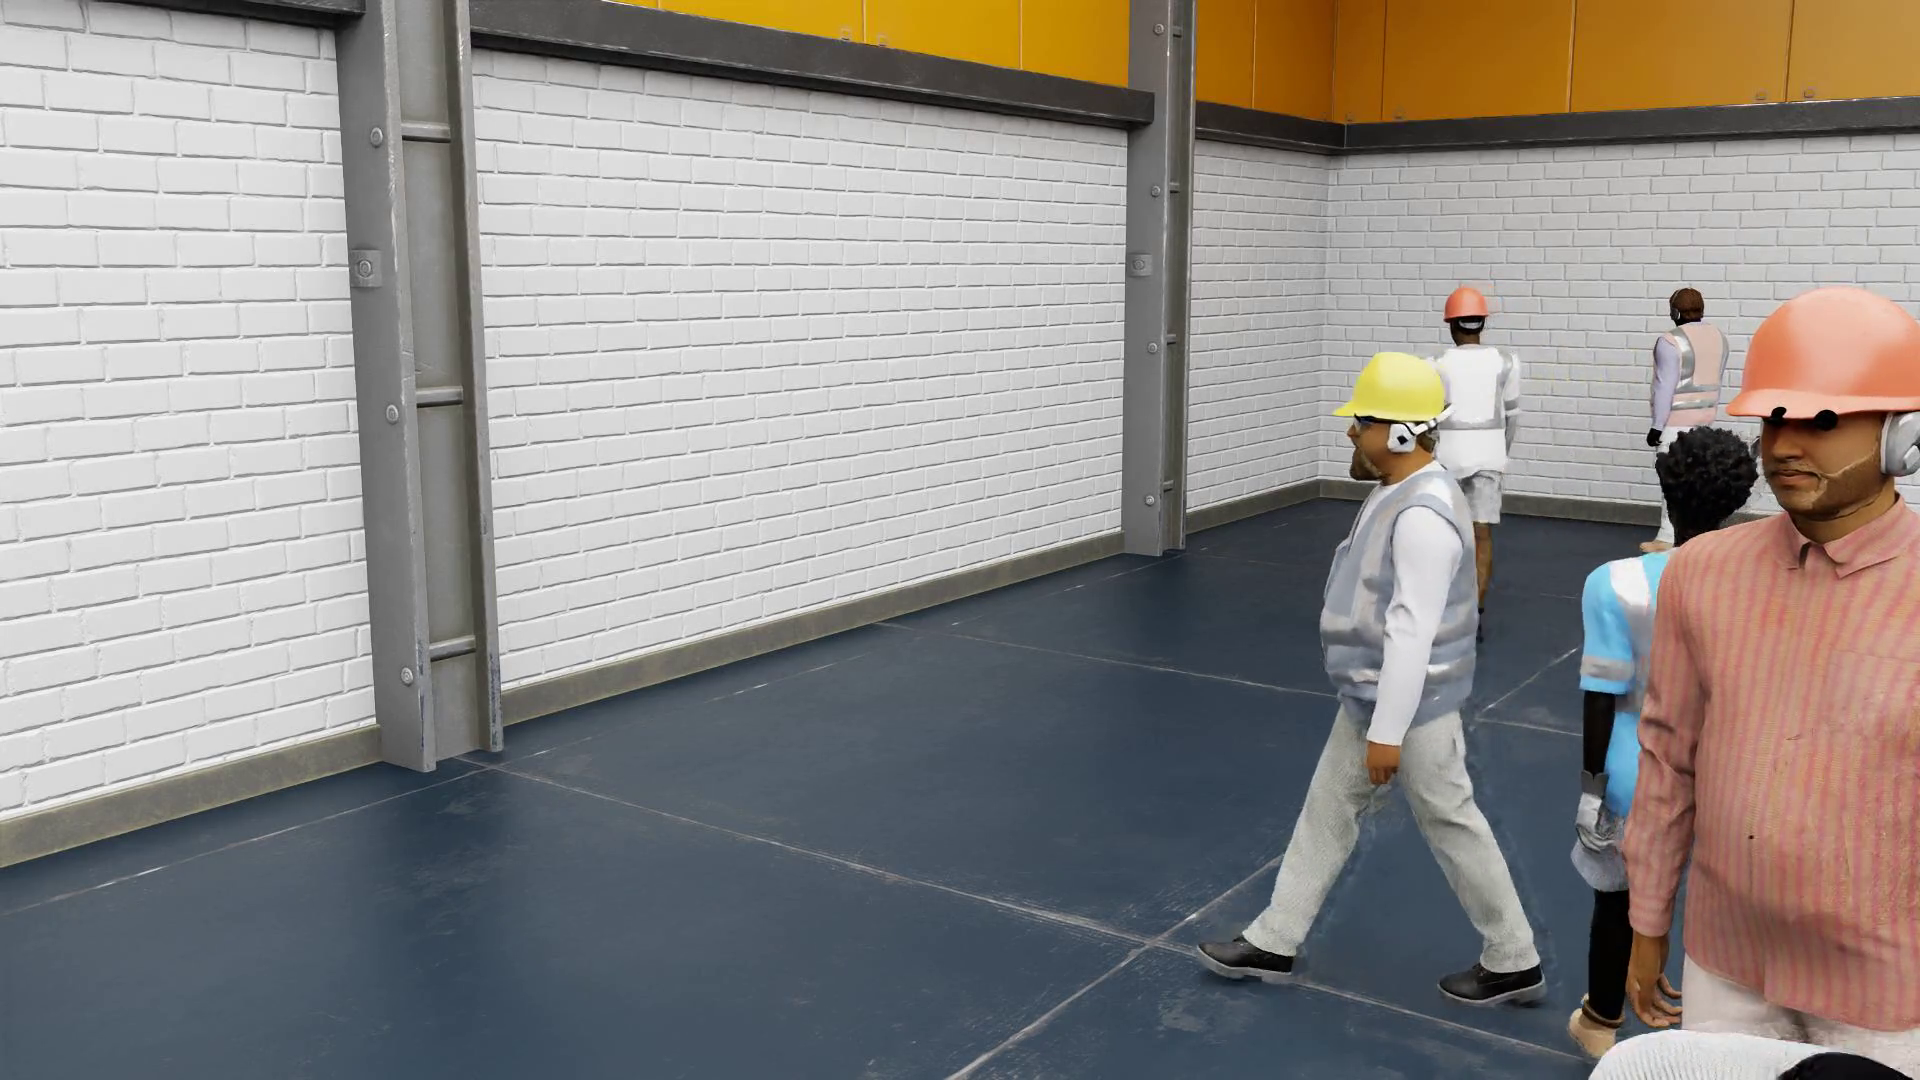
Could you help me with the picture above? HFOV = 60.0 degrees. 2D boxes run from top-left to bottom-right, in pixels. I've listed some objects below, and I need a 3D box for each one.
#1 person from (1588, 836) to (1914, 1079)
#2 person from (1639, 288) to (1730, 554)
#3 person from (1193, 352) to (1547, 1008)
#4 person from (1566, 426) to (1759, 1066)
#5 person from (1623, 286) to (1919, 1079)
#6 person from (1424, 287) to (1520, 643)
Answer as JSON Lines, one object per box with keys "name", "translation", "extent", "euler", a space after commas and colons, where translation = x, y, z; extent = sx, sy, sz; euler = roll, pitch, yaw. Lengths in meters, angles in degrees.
{"name": "person", "translation": [0.466, 0.945, 0.984], "extent": [0.598, 1.848, 0.553], "euler": [-4, 10, -21]}
{"name": "person", "translation": [4.968, -0.809, 11.461], "extent": [0.624, 1.841, 0.430], "euler": [-5, 11, -27]}
{"name": "person", "translation": [1.162, 0.392, 4.468], "extent": [0.959, 1.784, 0.609], "euler": [1, 10, 5]}
{"name": "person", "translation": [1.683, 0.569, 3.815], "extent": [0.532, 1.654, 0.884], "euler": [1, 10, 6]}
{"name": "person", "translation": [1.273, 0.625, 2.499], "extent": [0.396, 1.989, 0.619], "euler": [-7, 12, -34]}
{"name": "person", "translation": [2.769, -0.435, 9.125], "extent": [0.544, 1.868, 1.023], "euler": [1, 10, 8]}
